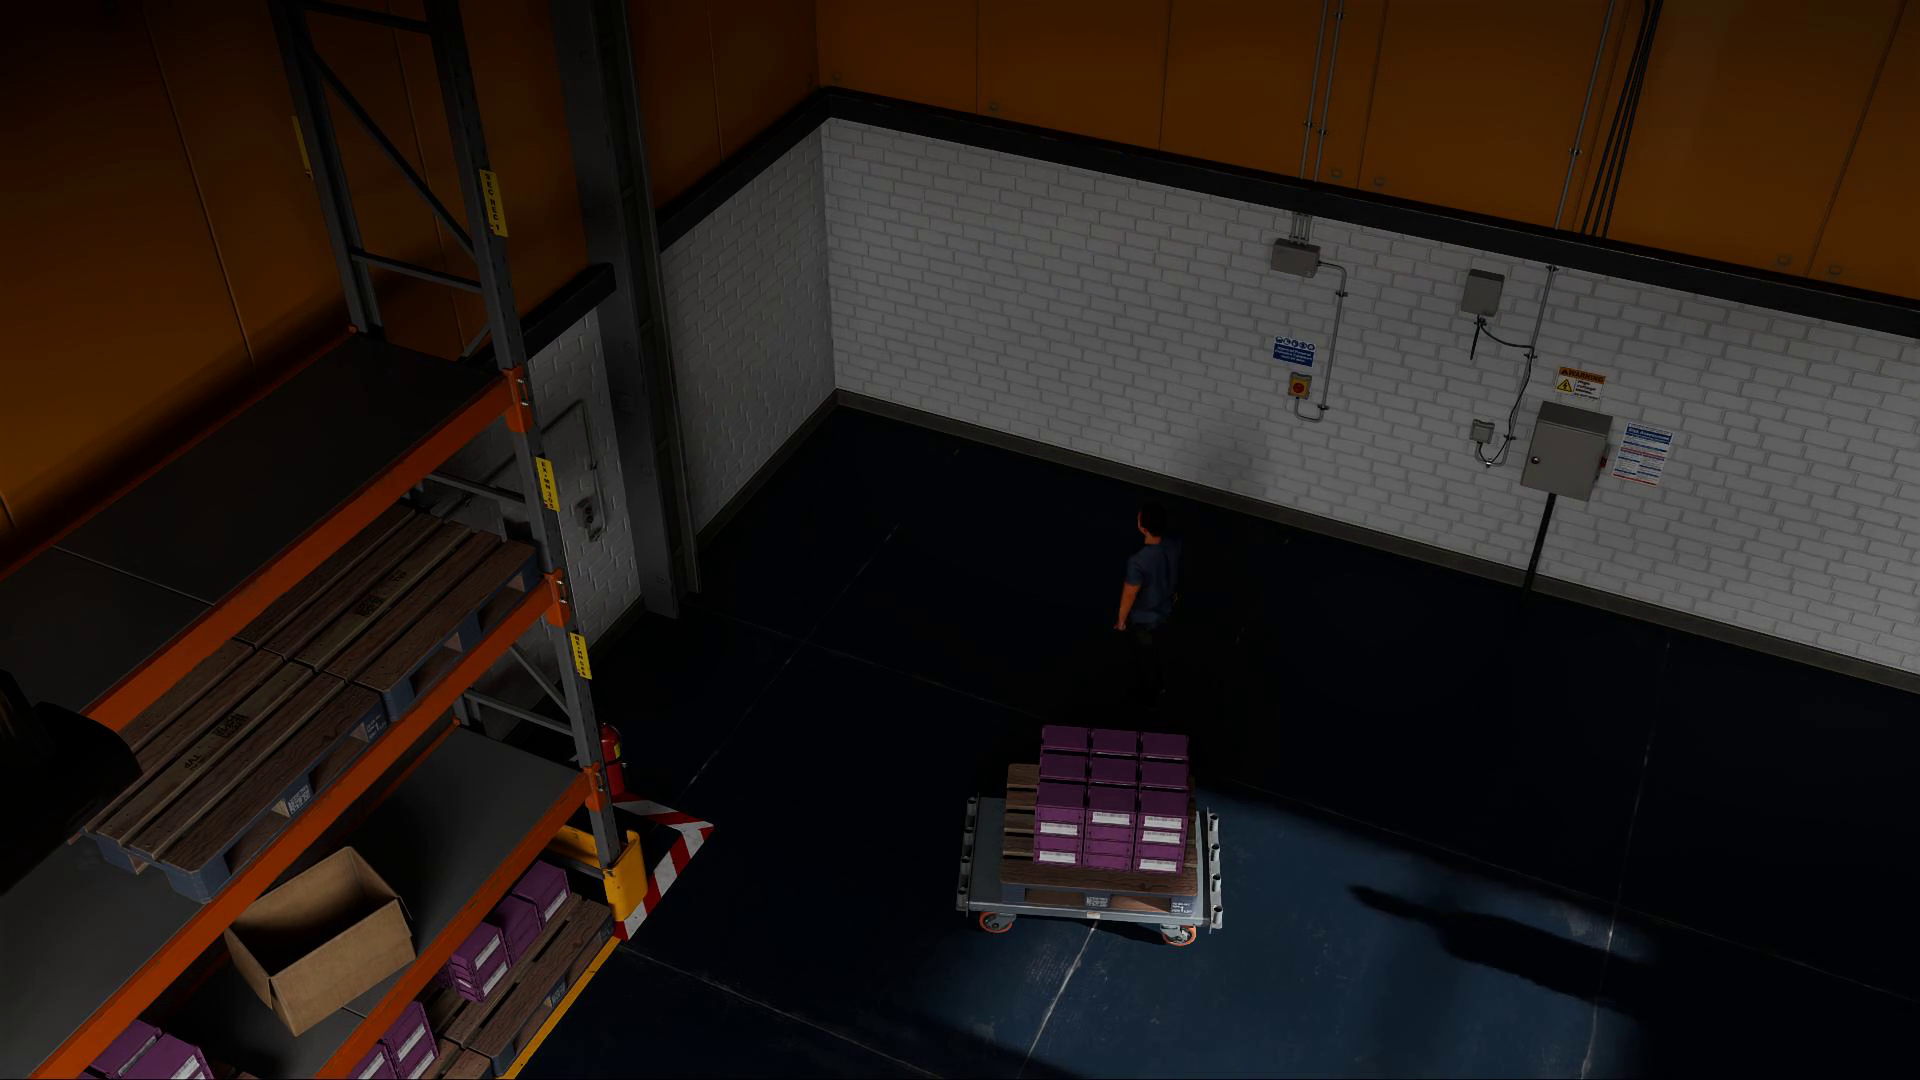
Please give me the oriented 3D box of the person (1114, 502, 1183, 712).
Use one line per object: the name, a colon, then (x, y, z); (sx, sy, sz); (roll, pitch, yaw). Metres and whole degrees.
person: (1.391, 0.514, 11.608); (0.692, 1.799, 0.838); (-32, 48, -33)
